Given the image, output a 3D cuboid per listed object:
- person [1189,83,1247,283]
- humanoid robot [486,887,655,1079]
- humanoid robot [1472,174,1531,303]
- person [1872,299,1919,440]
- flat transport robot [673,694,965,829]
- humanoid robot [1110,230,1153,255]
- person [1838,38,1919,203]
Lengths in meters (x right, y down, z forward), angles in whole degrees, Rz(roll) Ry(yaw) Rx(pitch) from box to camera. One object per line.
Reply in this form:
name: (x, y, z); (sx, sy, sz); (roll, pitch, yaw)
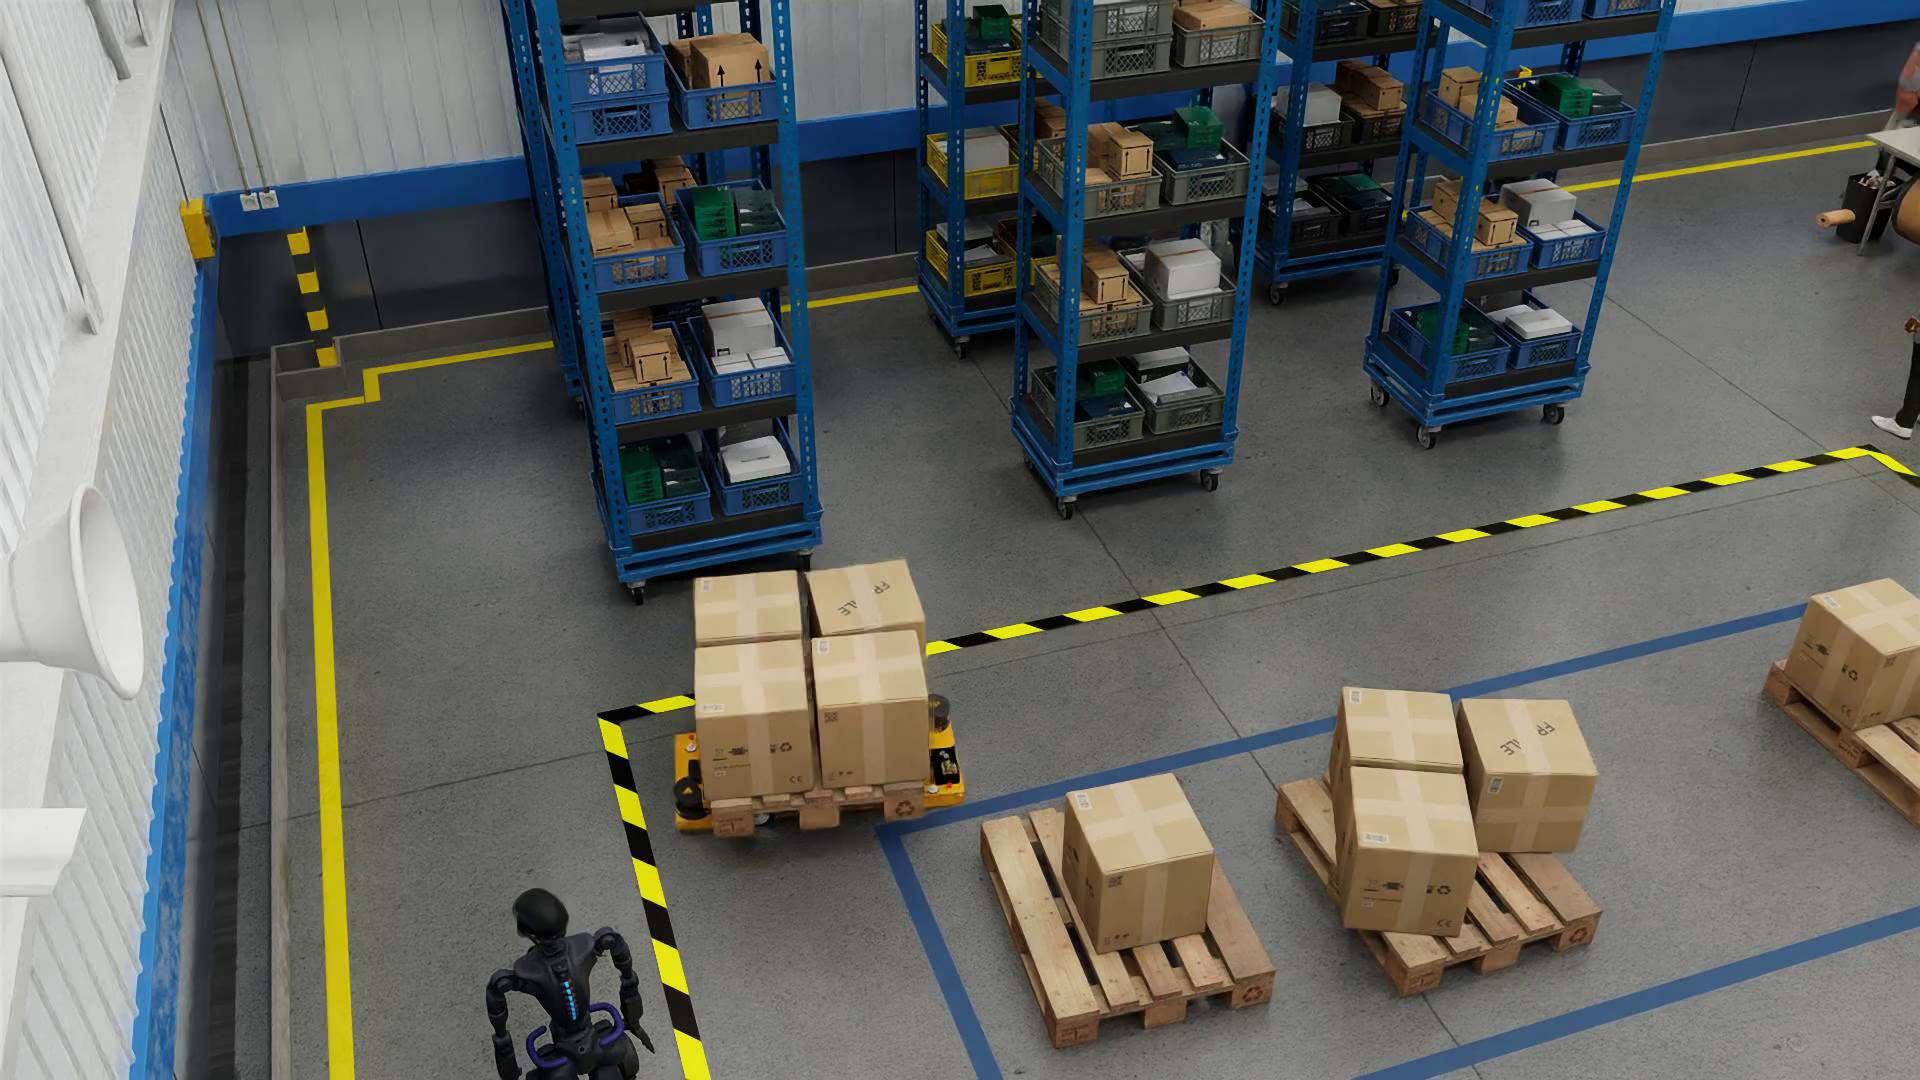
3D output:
person: (1.862, -2.778, 12.551); (0.372, 1.934, 0.626); (26, 43, 32)
humanoid robot: (-1.420, 1.903, 6.123); (0.599, 1.656, 0.315); (-18, 39, -24)
humanoid robot: (3.913, -2.367, 12.191); (0.566, 1.643, 0.608); (-8, 36, -11)
person: (6.447, -1.524, 10.843); (0.596, 1.849, 0.385); (-10, 36, -13)
flat transport robot: (-0.728, 1.113, 8.453); (1.431, 0.197, 0.652); (-5, 35, -6)
humanoid robot: (1.071, -1.606, 11.177); (0.846, 1.631, 0.586); (14, 37, 18)
person: (7.928, -3.558, 13.651); (0.695, 1.946, 0.634); (8, 36, 11)
